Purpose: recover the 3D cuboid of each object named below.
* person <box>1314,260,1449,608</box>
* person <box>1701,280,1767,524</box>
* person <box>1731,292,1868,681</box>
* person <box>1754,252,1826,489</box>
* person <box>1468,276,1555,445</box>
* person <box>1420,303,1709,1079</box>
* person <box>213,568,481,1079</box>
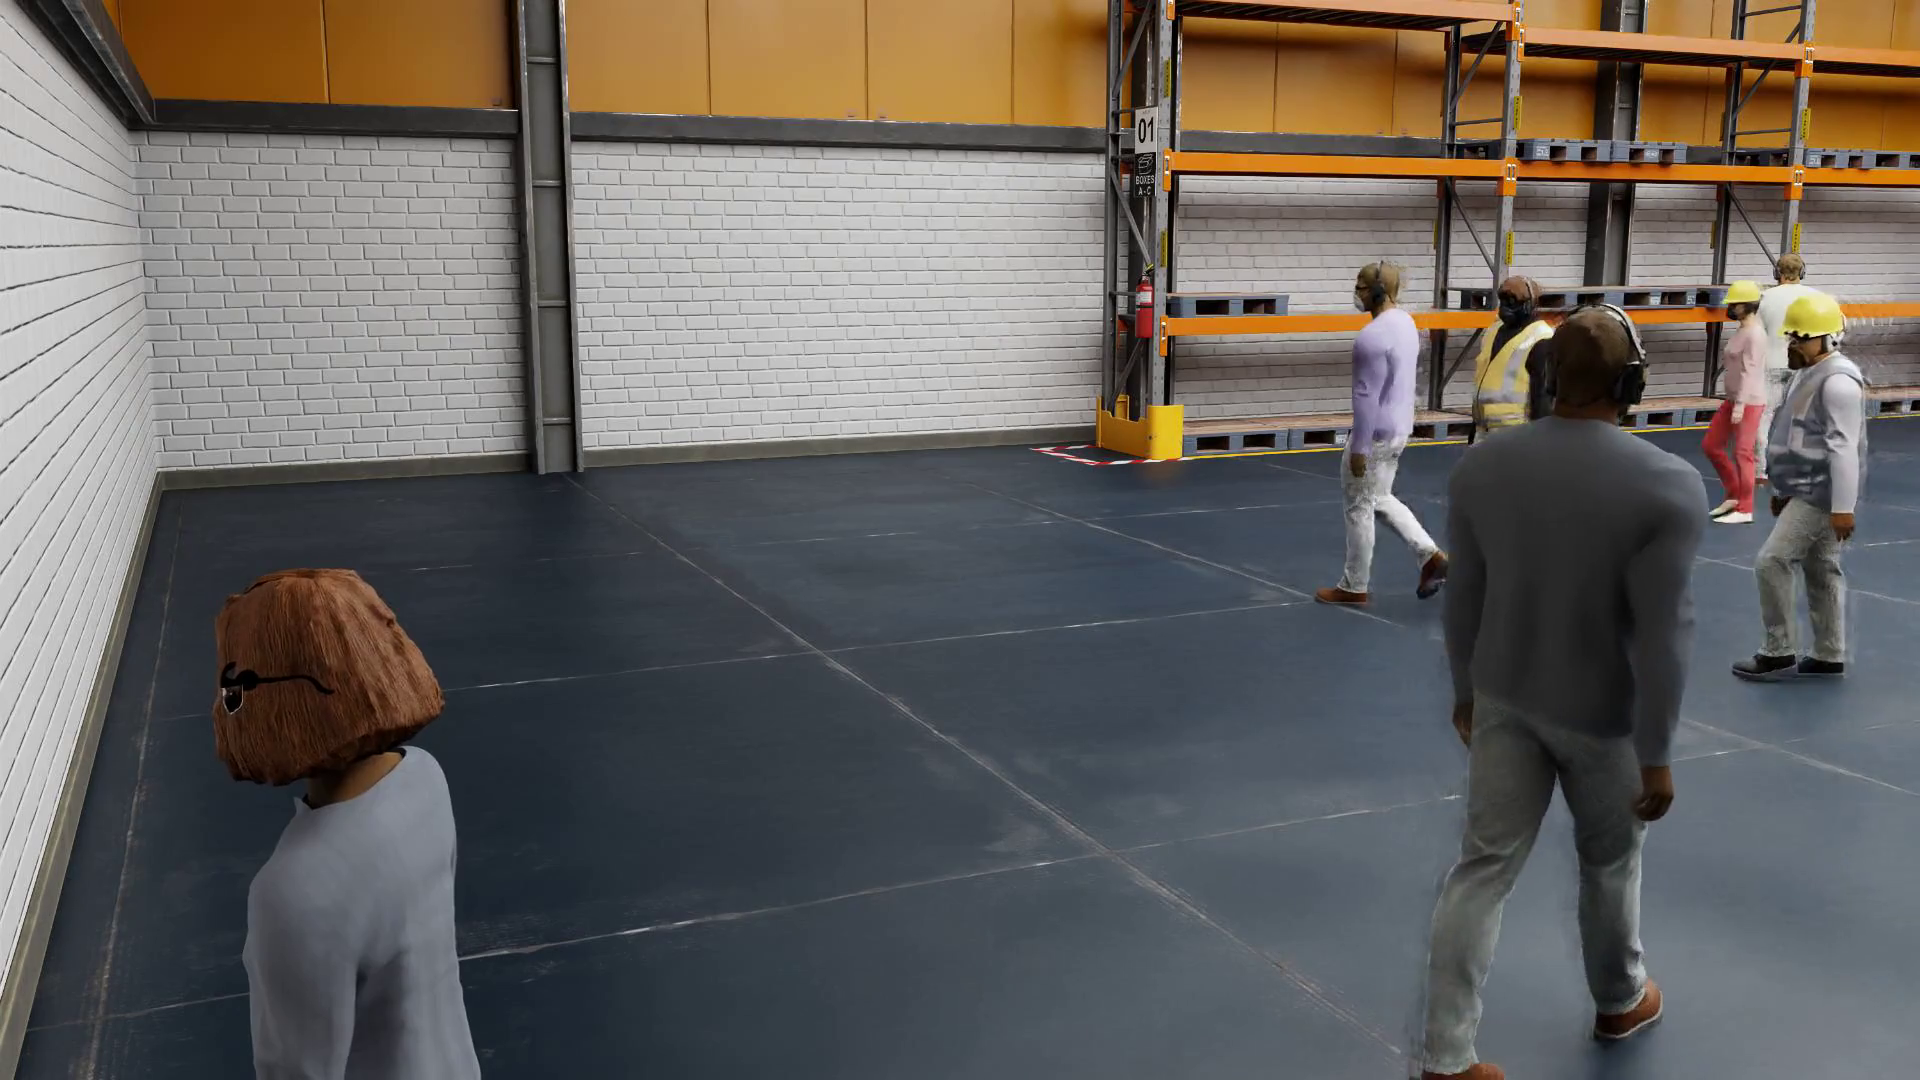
[{"bbox_3d":[2.322,-0.556,9.070,0.667,1.925,0.643,7,12,33],"label":"person"},{"bbox_3d":[5.567,-0.975,11.911,0.377,1.754,0.525,1,10,6],"label":"person"},{"bbox_3d":[3.808,-0.221,7.571,0.644,1.792,0.660,3,11,17],"label":"person"},{"bbox_3d":[6.729,-1.372,13.599,0.627,1.935,0.371,2,10,12],"label":"person"},{"bbox_3d":[3.286,-0.650,9.877,0.696,1.825,0.659,-2,10,-13],"label":"person"},{"bbox_3d":[1.417,0.390,3.935,1.005,1.891,0.644,-10,14,-44],"label":"person"},{"bbox_3d":[-0.768,0.836,2.168,0.280,1.625,0.493,0,10,2],"label":"person"}]
